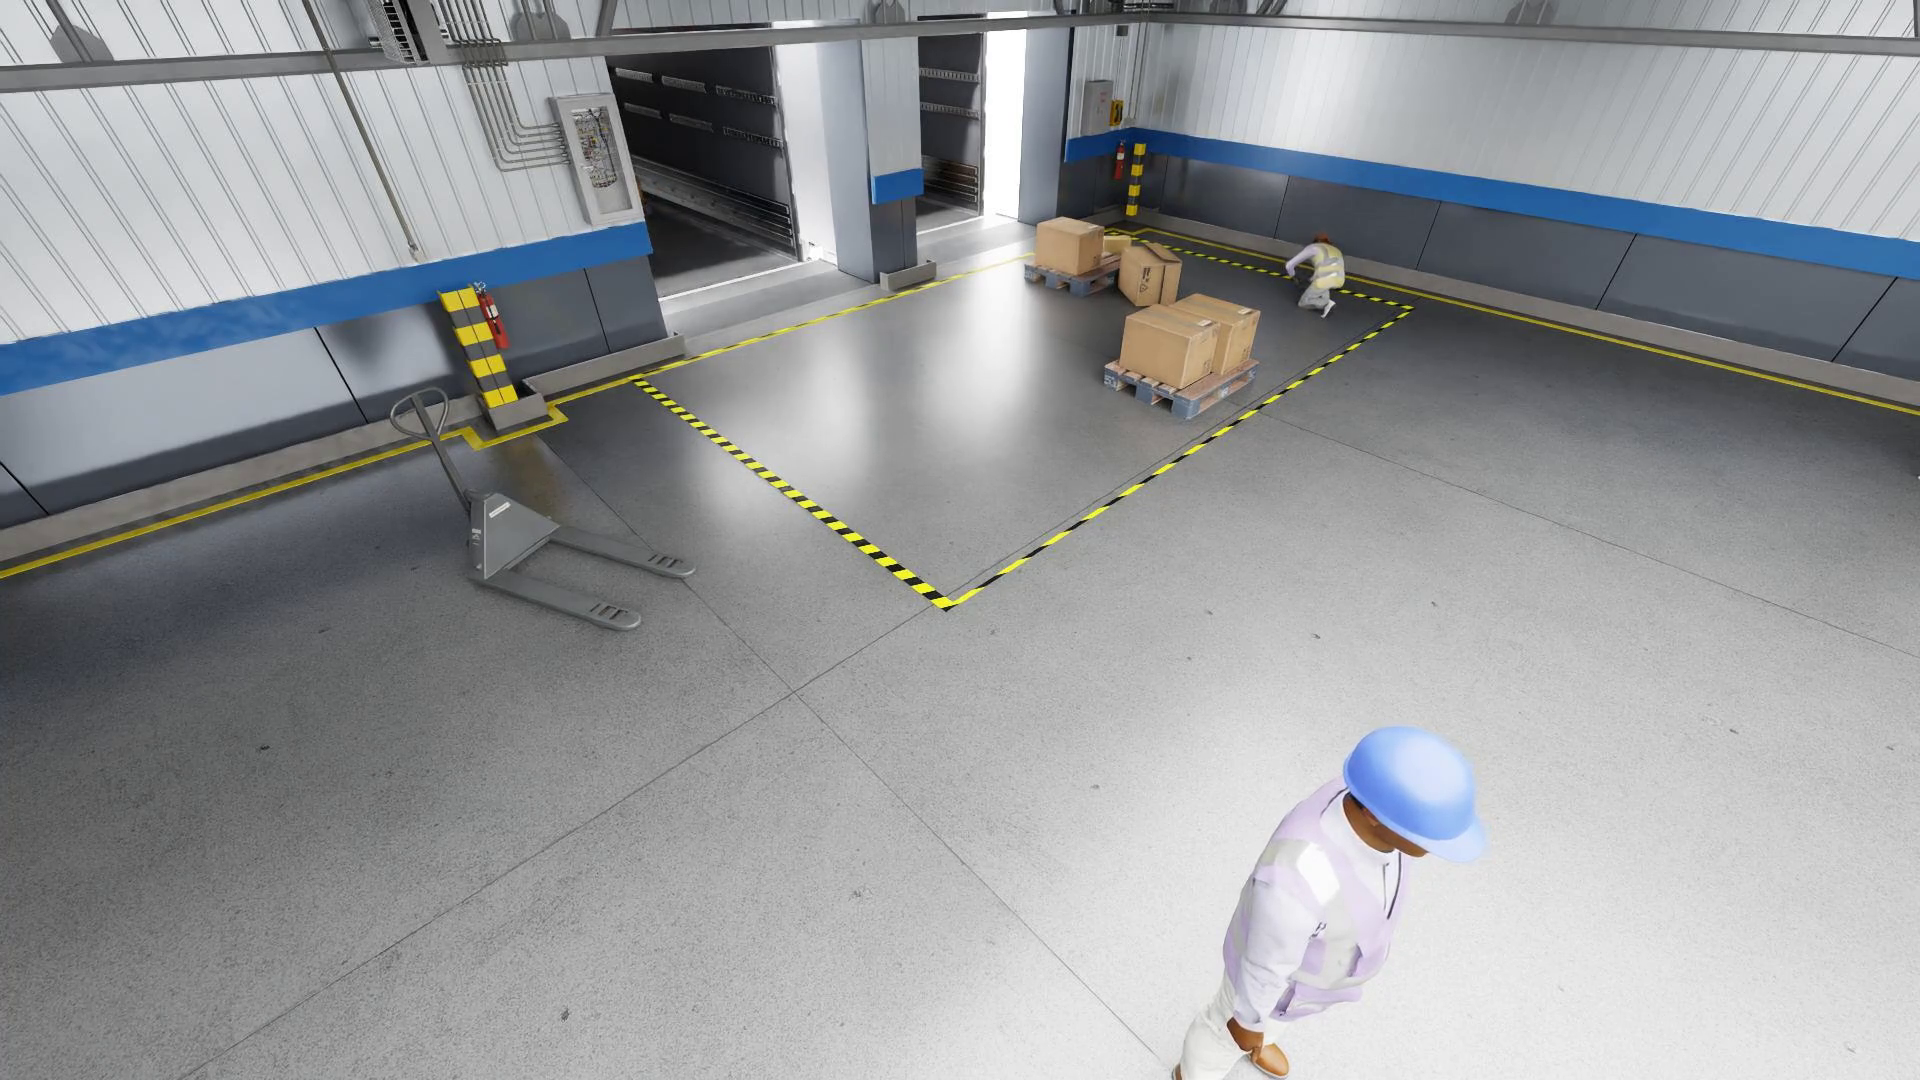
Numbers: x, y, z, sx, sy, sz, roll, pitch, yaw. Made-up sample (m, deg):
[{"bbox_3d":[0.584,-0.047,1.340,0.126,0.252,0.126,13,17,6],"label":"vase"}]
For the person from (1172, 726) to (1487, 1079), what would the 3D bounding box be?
[{"bbox_3d":[0.975,1.199,2.142,0.602,1.948,0.381,-28,46,-31],"label":"person"}]

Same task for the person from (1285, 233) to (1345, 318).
[{"bbox_3d":[4.294,-3.140,8.753,0.631,0.803,0.919,-8,38,-11],"label":"person"}]

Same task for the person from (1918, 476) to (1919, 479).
[{"bbox_3d":[7.868,-1.112,5.299,0.489,1.743,0.295,-1,38,-1],"label":"person"}]

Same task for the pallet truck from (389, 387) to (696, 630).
[{"bbox_3d":[-2.613,-0.247,4.593,1.601,1.201,0.680,14,40,17],"label":"pallet truck"}]
